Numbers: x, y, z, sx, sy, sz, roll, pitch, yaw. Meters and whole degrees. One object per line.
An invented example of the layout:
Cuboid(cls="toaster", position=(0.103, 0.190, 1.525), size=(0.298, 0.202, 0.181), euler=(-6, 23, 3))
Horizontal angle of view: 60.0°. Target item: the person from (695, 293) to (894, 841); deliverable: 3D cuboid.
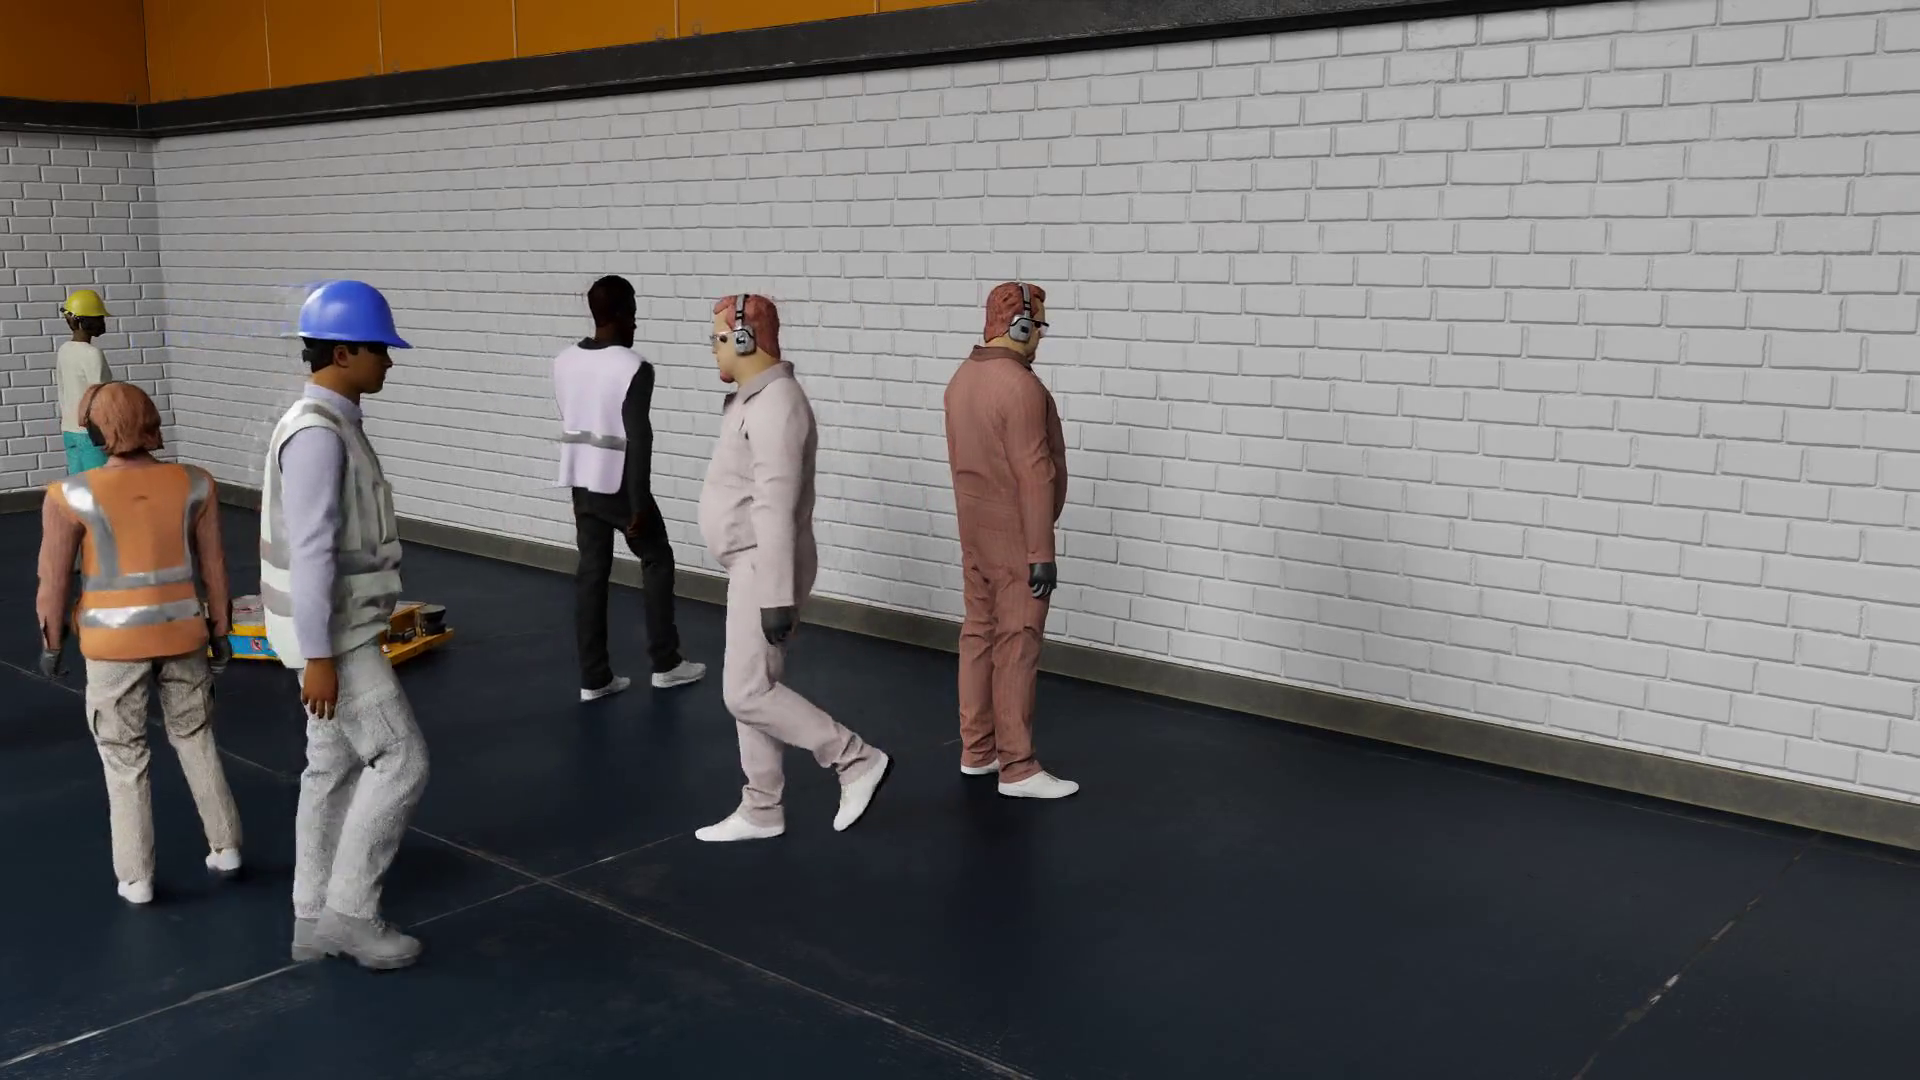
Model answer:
Cuboid(cls="person", position=(-0.591, 0.113, 5.604), size=(0.580, 1.882, 0.648), euler=(-1, 10, -8))

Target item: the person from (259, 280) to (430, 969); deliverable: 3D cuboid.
Cuboid(cls="person", position=(-1.689, 0.254, 4.643), size=(0.531, 1.926, 0.636), euler=(-3, 10, -16))

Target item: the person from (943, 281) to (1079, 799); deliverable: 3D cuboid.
Cuboid(cls="person", position=(0.197, 0.001, 6.174), size=(0.409, 1.903, 0.638), euler=(-5, 11, -25))

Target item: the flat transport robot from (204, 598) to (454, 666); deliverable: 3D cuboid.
Cuboid(cls="flat transport robot", position=(-3.335, 0.447, 8.269), size=(1.431, 0.197, 0.652), euler=(2, 10, 11))

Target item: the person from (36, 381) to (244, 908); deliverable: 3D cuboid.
Cuboid(cls="person", position=(-2.507, 0.326, 5.098), size=(0.391, 1.628, 0.527), euler=(9, 13, 41))

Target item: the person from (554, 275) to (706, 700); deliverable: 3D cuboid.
Cuboid(cls="person", position=(-1.503, -0.243, 7.582), size=(0.604, 1.897, 0.722), euler=(6, 12, 31))

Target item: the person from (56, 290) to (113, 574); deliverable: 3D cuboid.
Cuboid(cls="person", position=(-5.356, -0.652, 10.277), size=(0.527, 1.767, 0.331), euler=(8, 13, 38))
